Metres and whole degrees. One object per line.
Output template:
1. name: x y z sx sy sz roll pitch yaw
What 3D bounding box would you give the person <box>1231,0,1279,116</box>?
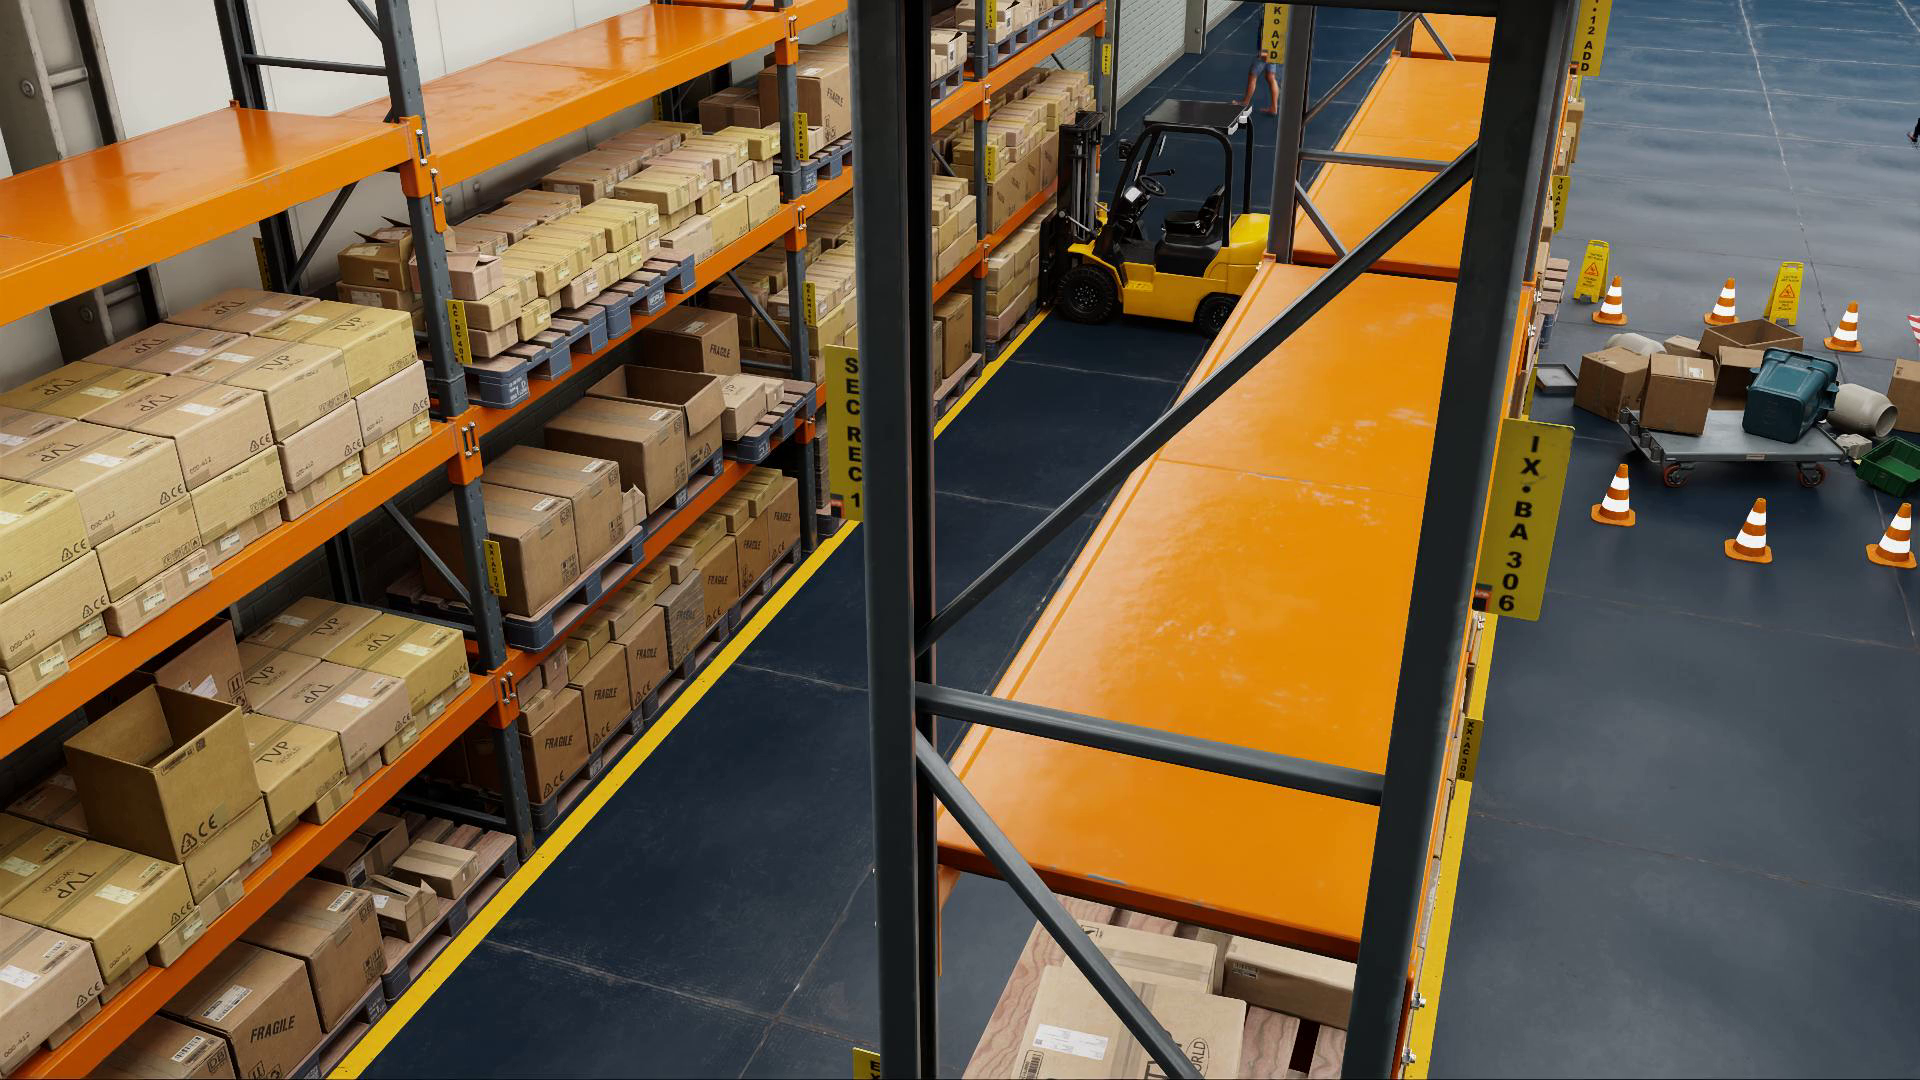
1. person: 4.669 -7.287 24.915 0.939 1.820 1.012 25 37 38
